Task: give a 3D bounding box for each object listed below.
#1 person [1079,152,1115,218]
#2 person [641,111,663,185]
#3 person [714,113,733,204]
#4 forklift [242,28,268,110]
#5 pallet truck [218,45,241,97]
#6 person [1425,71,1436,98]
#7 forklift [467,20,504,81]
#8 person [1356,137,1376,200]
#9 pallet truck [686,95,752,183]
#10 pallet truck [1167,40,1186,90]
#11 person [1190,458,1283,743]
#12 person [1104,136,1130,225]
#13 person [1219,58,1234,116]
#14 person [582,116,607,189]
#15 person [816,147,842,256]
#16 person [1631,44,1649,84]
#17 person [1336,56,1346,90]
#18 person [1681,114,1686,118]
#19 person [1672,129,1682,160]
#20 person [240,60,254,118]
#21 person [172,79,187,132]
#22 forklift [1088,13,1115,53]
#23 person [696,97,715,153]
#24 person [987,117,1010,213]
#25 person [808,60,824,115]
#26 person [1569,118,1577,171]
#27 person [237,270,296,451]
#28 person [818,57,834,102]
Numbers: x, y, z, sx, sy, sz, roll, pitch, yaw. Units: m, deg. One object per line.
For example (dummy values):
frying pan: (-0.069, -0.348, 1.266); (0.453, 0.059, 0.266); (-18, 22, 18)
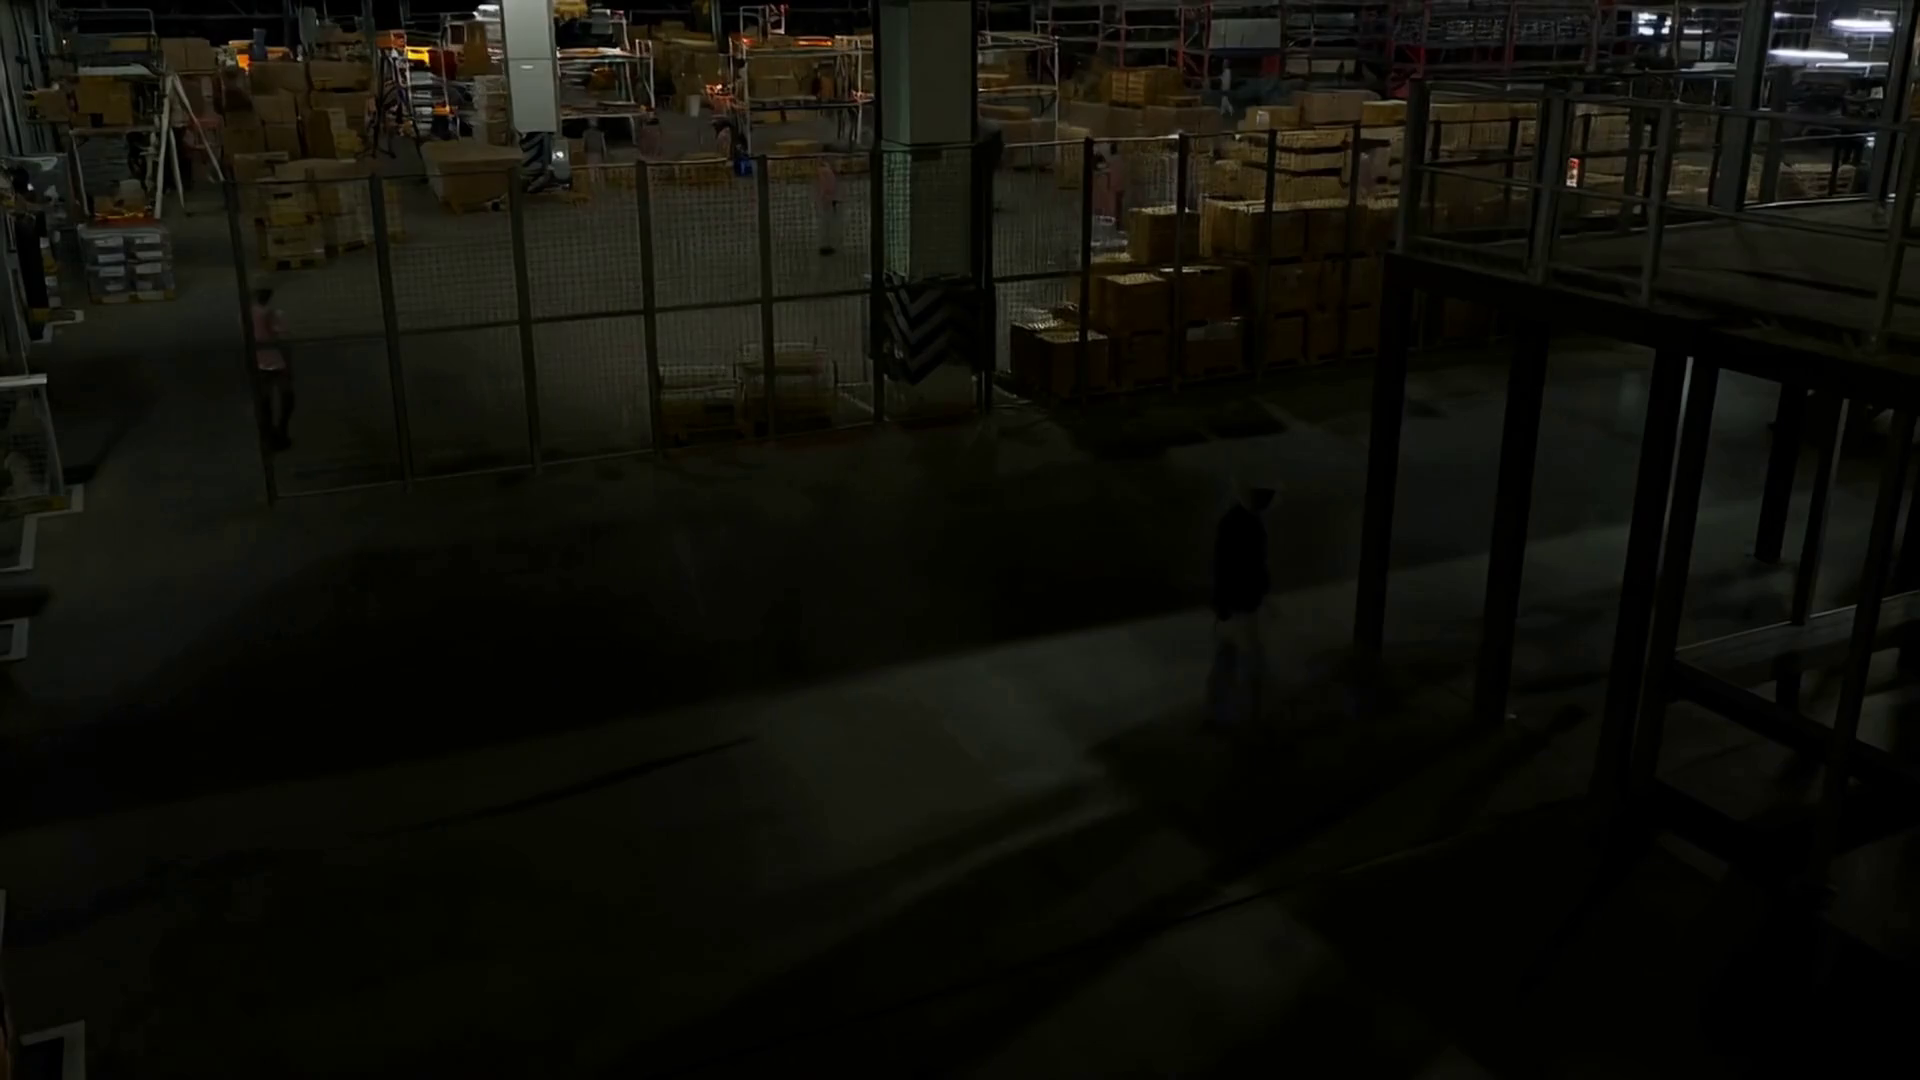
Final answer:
person: (2.374, -5.693, 28.630); (0.629, 1.927, 0.425); (-7, 20, -19)
person: (-7.250, -9.228, 39.169); (0.520, 1.716, 0.556); (-1, 19, -3)
person: (-5.127, -8.287, 36.137); (0.370, 1.924, 0.586); (-1, 19, -3)
forklift: (-24.981, -16.906, 59.677); (1.873, 2.768, 1.129); (-9, 21, -25)
pallet truck: (-28.879, -18.665, 66.111); (0.823, 1.965, 1.885); (-3, 19, -9)
person: (14.310, -13.230, 50.486); (0.554, 1.921, 0.653); (-17, 25, -40)
forklift: (-19.931, -20.154, 69.092); (1.129, 2.768, 1.873); (14, 23, 35)
person: (7.865, -6.905, 32.330); (0.951, 1.803, 0.629); (7, 20, 20)
pallet truck: (-5.836, -9.608, 39.856); (0.823, 1.965, 1.885); (10, 22, 27)
pallet truck: (9.045, -19.971, 69.895); (0.823, 1.965, 1.885); (-3, 19, -8)
person: (1.858, 0.412, 10.845); (0.424, 1.979, 0.620); (8, 21, 22)
person: (2.923, -6.657, 31.433); (0.594, 1.911, 0.712); (-4, 19, -11)
person: (9.193, -15.616, 57.346); (0.609, 1.944, 0.624); (16, 25, 38)
person: (-8.461, -8.976, 38.541); (0.548, 1.642, 0.884); (-6, 20, -16)
person: (-2.339, -6.037, 29.616); (0.509, 1.921, 0.665); (10, 22, 27)
person: (27.918, -19.419, 68.393); (0.630, 1.931, 0.366); (4, 20, 12)
person: (14.444, -17.466, 63.088); (0.318, 1.697, 0.535); (-6, 20, -17)
person: (24.867, -15.083, 56.065); (0.963, 1.769, 0.589); (-8, 21, -23)
person: (14.222, -7.289, 33.356); (0.431, 1.851, 0.550); (2, 19, 7)
person: (-24.169, -15.324, 56.554); (0.585, 1.908, 0.573); (-2, 19, -7)
person: (-24.274, -13.460, 51.575); (0.517, 1.631, 0.312); (0, 19, 1)
forklift: (7.097, -23.509, 78.820); (1.873, 2.768, 1.129); (-9, 21, -25)
person: (-6.493, -10.538, 42.942); (0.852, 1.724, 0.548); (-13, 23, -33)
person: (0.790, -7.781, 34.592); (0.602, 1.973, 0.613); (11, 22, 30)
person: (-5.000, -15.739, 57.862); (0.516, 1.846, 0.354); (-3, 19, -9)
person: (13.937, -9.112, 38.372); (0.412, 2.035, 0.602); (-2, 19, -6)
person: (-7.284, -1.879, 17.566); (0.555, 1.920, 0.420); (3, 19, 8)
person: (-5.019, -17.438, 62.716); (0.628, 1.888, 0.804); (-8, 20, -21)
